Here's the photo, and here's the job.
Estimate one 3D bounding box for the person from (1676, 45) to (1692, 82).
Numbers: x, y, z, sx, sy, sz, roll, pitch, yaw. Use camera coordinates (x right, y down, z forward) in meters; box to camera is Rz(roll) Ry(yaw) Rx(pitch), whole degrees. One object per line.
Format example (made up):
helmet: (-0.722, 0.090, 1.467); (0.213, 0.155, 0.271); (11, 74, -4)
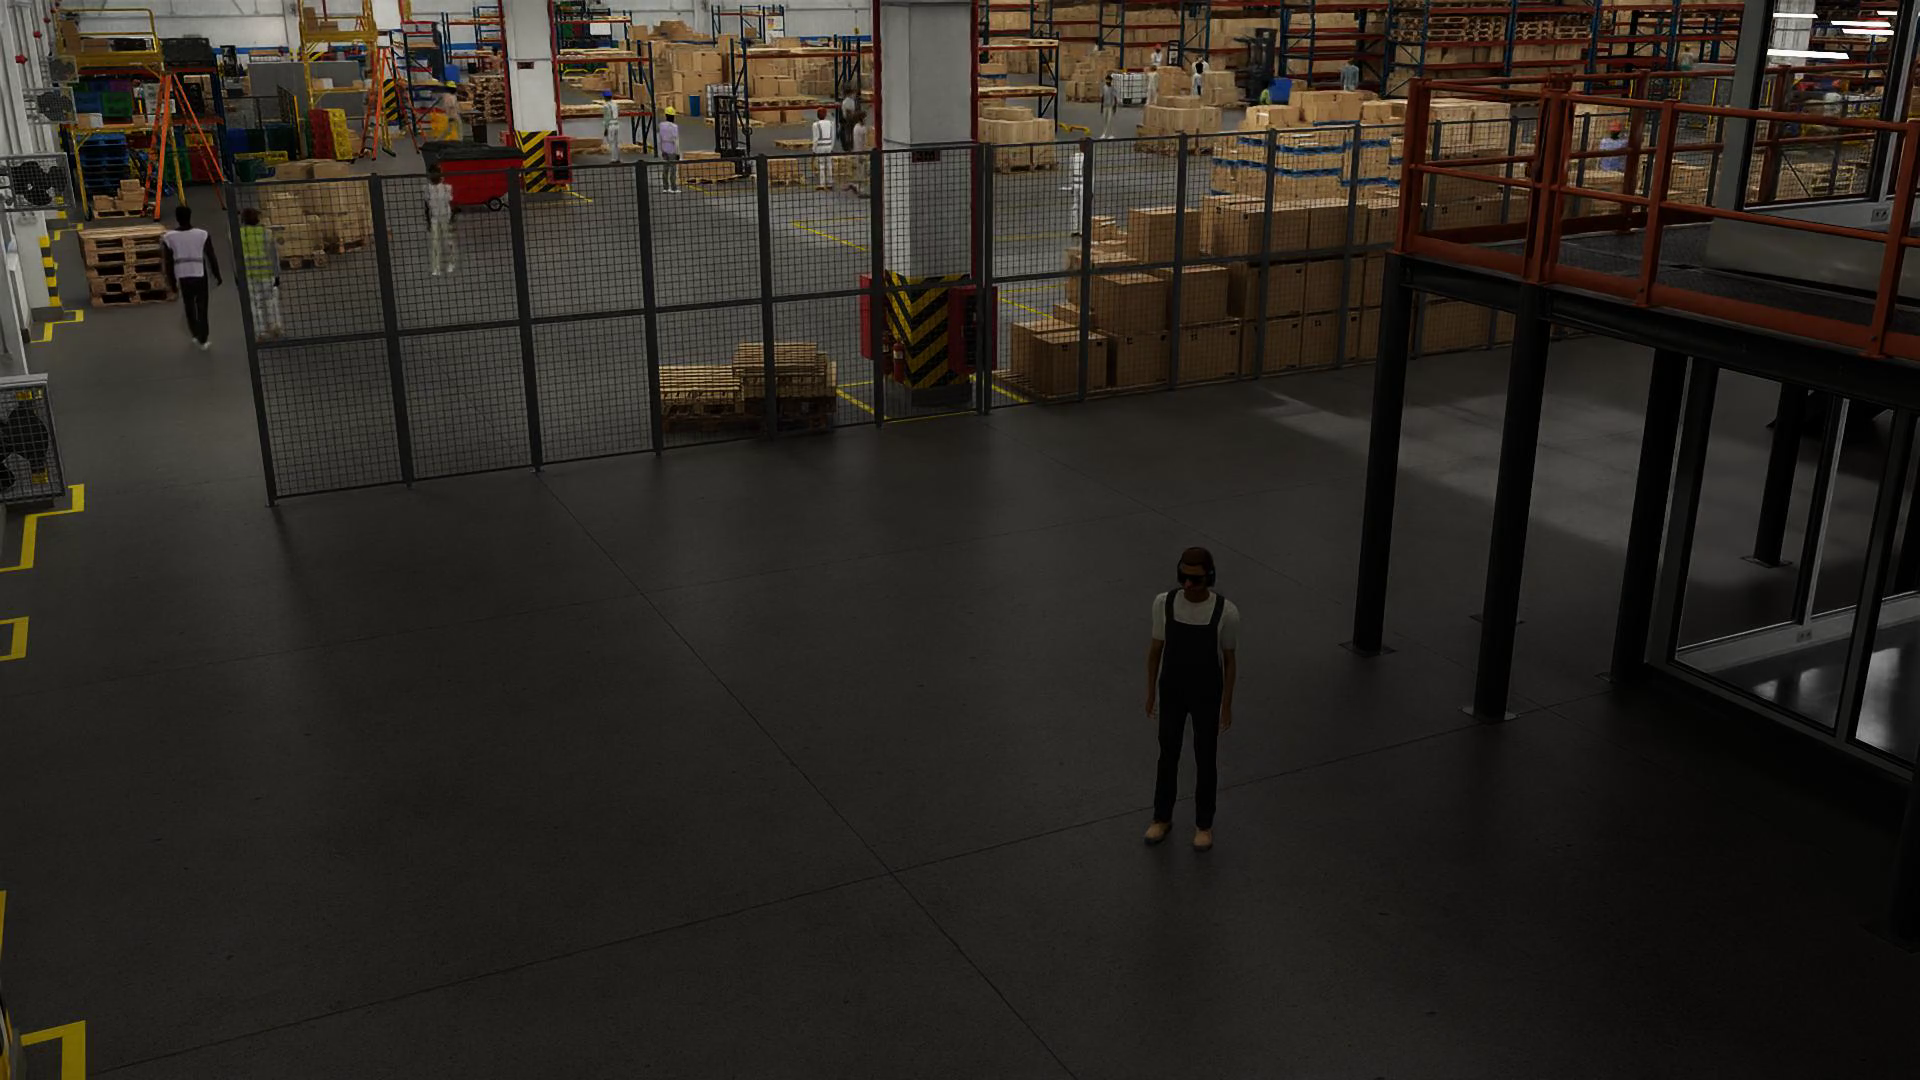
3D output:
person: (31.252, -20.496, 71.825); (0.536, 1.729, 0.857); (0, 19, -1)

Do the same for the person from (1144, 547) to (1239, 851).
person: (1.325, 0.909, 9.598); (0.513, 1.845, 0.334); (6, 20, 18)

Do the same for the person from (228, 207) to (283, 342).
person: (-9.704, -3.687, 22.971); (0.631, 1.814, 0.791); (-7, 20, -19)

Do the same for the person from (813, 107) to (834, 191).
person: (-3.139, -8.953, 38.130); (0.573, 1.883, 0.356); (-16, 25, -38)

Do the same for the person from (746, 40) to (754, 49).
person: (-9.872, -22.576, 77.950); (0.758, 1.646, 0.627); (-16, 25, -39)

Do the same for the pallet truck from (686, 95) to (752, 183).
pallet truck: (-5.836, -9.608, 39.856); (0.823, 1.965, 1.885); (10, 22, 27)

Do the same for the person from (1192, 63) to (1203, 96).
person: (7.743, -14.547, 54.218); (0.361, 1.963, 0.618); (-3, 19, -7)

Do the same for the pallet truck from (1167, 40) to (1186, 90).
pallet truck: (9.045, -19.971, 69.895); (0.823, 1.965, 1.885); (-3, 19, -8)

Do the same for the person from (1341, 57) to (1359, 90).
person: (13.568, -15.824, 57.964); (0.629, 1.939, 0.372); (10, 22, 28)

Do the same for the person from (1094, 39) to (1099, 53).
person: (6.509, -23.128, 79.539); (0.774, 1.670, 0.534); (-6, 20, -17)

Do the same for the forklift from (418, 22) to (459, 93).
forklift: (-21.421, -19.530, 67.284); (1.129, 2.768, 1.873); (14, 23, 35)

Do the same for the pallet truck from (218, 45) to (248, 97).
pallet truck: (-28.879, -18.665, 66.111); (0.823, 1.965, 1.885); (-3, 19, -9)

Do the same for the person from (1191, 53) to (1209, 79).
person: (8.744, -16.738, 60.631); (0.629, 1.931, 0.371); (4, 19, 12)

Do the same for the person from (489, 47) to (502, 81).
person: (-19.612, -19.970, 70.342); (0.535, 1.685, 0.463); (-8, 20, -21)

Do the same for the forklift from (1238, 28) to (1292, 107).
forklift: (10.964, -16.979, 59.890); (1.873, 2.768, 1.129); (-9, 21, -25)

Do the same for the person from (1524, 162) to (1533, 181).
person: (9.446, -5.455, 27.975); (0.869, 1.884, 0.627); (8, 20, 21)

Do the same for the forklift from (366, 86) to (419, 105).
forklift: (-21.269, -17.717, 62.029); (1.129, 2.768, 1.873); (6, 20, 16)

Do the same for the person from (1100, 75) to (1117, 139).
person: (4.441, -12.942, 49.736); (0.512, 1.859, 0.321); (14, 23, 35)

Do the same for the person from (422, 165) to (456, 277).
person: (-8.664, -5.311, 27.688); (0.545, 1.807, 0.968); (-1, 19, -2)

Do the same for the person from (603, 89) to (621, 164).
person: (-9.004, -10.633, 42.906); (0.403, 1.943, 0.610); (6, 20, 17)

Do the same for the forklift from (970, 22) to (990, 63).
forklift: (0.711, -19.453, 67.060); (1.129, 2.768, 1.873); (-9, 21, -25)

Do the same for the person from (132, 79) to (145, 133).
person: (-25.368, -13.401, 51.412); (0.525, 1.631, 0.313); (5, 20, 13)

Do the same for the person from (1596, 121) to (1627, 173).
person: (13.459, -7.702, 34.441); (0.561, 1.922, 0.451); (13, 23, 34)

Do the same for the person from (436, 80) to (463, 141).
person: (-14.443, -12.040, 47.074); (0.837, 1.898, 0.595); (4, 19, 11)

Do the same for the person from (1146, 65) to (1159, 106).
person: (6.873, -16.064, 59.172); (0.536, 1.585, 0.864); (13, 23, 33)

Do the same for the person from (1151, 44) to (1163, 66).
person: (8.176, -19.499, 68.689); (0.574, 1.882, 0.987); (-8, 21, -22)

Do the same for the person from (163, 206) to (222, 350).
person: (-10.367, -3.572, 22.556); (0.610, 1.874, 0.971); (-4, 19, -11)

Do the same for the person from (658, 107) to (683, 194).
person: (-6.565, -8.841, 37.753); (0.584, 1.921, 0.391); (14, 23, 35)

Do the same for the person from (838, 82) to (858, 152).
person: (-3.015, -11.156, 44.276); (0.637, 2.000, 0.695); (5, 20, 13)

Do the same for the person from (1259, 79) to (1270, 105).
person: (9.236, -13.152, 50.600); (0.465, 1.685, 0.536); (7, 20, 19)

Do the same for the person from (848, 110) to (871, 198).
person: (-2.197, -8.542, 36.873); (0.474, 1.927, 0.651); (1, 19, 3)

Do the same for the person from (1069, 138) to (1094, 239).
person: (2.306, -6.644, 31.434); (0.337, 1.882, 0.585); (-16, 25, -39)
